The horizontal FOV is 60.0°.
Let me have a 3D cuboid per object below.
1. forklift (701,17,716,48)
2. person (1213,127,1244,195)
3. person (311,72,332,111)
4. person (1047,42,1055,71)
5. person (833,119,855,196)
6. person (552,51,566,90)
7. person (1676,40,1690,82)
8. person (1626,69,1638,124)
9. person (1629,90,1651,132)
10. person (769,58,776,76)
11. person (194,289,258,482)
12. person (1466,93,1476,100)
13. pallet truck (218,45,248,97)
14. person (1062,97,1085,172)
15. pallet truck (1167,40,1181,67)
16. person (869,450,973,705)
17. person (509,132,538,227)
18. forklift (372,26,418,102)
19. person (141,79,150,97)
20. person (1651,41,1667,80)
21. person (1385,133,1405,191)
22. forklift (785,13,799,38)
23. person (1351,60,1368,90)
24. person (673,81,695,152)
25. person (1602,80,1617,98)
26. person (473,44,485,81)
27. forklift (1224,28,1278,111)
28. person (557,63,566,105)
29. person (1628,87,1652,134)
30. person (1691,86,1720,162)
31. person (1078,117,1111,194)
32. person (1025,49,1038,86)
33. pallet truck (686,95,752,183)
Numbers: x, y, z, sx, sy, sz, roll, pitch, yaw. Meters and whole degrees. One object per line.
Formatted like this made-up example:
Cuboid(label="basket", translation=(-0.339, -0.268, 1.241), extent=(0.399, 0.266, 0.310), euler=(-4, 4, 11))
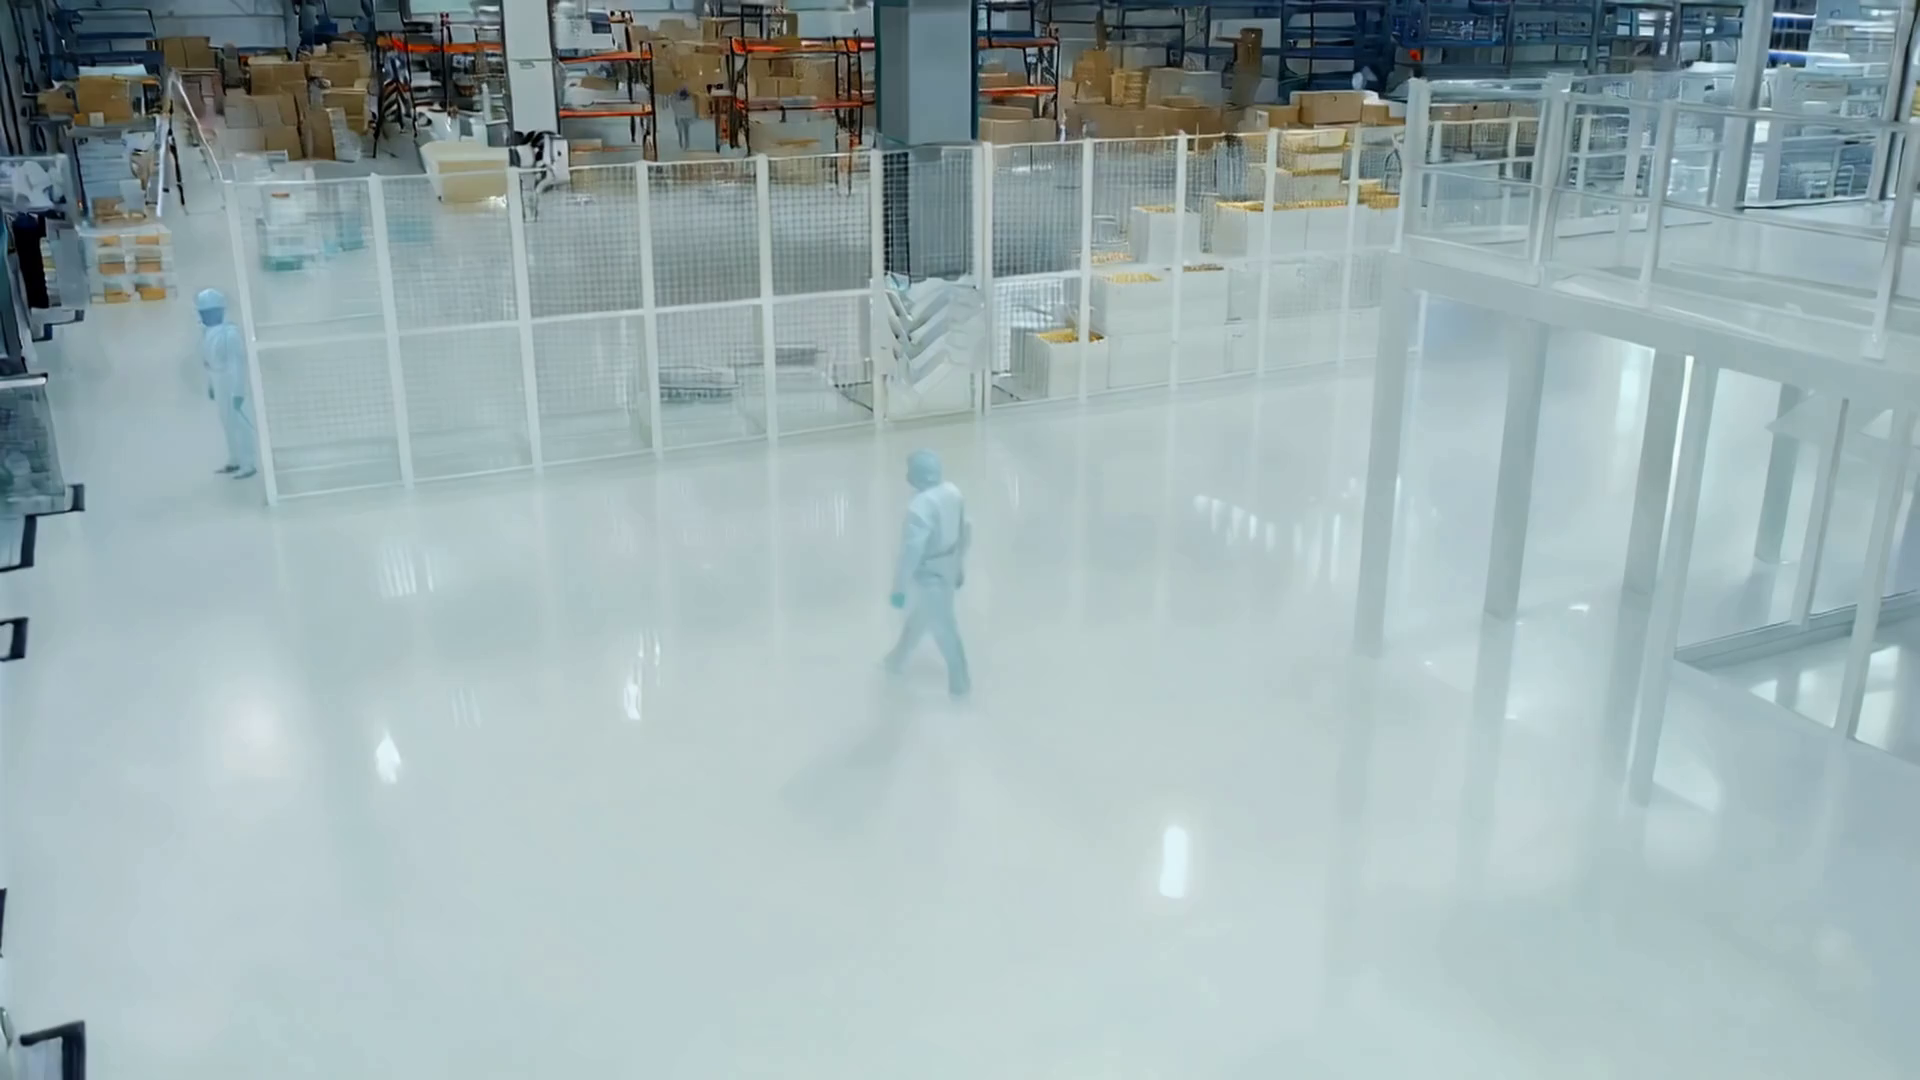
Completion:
Cuboid(label="forklift", translation=(-10.921, -21.323, 72.480), extent=(1.873, 2.768, 1.129), euler=(-9, 21, -25))
Cuboid(label="person", translation=(5.290, -7.147, 32.811), extent=(0.636, 1.936, 0.354), euler=(12, 23, 32))
Cuboid(label="person", translation=(-19.584, -13.407, 51.074), extent=(0.620, 1.895, 0.795), euler=(5, 20, 13))
Cuboid(label="person", translation=(4.217, -22.056, 76.491), extent=(0.540, 1.624, 0.360), euler=(9, 21, 24))
Cuboid(label="person", translation=(-2.603, -8.602, 37.408), extent=(0.534, 1.693, 0.321), euler=(5, 20, 13))
Cuboid(label="person", translation=(-15.142, -17.421, 62.619), extent=(0.561, 1.920, 0.546), euler=(-18, 26, -41))
Cuboid(label="person", translation=(31.740, -21.074, 73.061), extent=(0.639, 2.016, 0.516), euler=(-18, 26, -41))
Cuboid(label="person", translation=(22.126, -14.581, 54.638), extent=(0.348, 1.759, 0.526), euler=(7, 20, 21))
Cuboid(label="person", translation=(20.595, -13.067, 50.312), extent=(0.539, 1.718, 0.932), euler=(1, 19, 3))
Cuboid(label="person", translation=(-7.447, -18.144, 64.723), extent=(0.634, 1.926, 0.524), euler=(-7, 20, -19))
Cuboid(label="person", translation=(-7.332, -1.545, 16.588), extent=(0.594, 1.926, 0.367), euler=(15, 24, 37))
Cuboid(label="person", translation=(14.781, -12.463, 48.355), extent=(0.610, 1.852, 0.535), euler=(18, 26, 41))
Cuboid(label="pallet truck", translation=(-28.879, -18.665, 66.111), extent=(0.823, 1.965, 1.885), euler=(-3, 19, -9))
Cuboid(label="person", translation=(2.890, -10.243, 41.989), extent=(0.554, 1.800, 1.003), euler=(4, 19, 11))
Cuboid(label="pallet truck", translation=(9.045, -19.971, 69.895), extent=(0.823, 1.965, 1.885), euler=(-3, 19, -8))
Cuboid(label="person", translation=(-0.285, 0.242, 11.607), extent=(0.952, 1.790, 0.661), euler=(9, 21, 24))
Cuboid(label="person", translation=(-8.624, -7.114, 32.862), extent=(0.429, 1.844, 0.627), euler=(16, 25, 39))
Cuboid(label="forklift", translation=(-21.216, -17.758, 62.148), extent=(1.129, 2.768, 1.873), euler=(1, 19, 4))
Cuboid(label="person", translation=(-25.084, -13.434, 51.500), extent=(0.525, 1.631, 0.319), euler=(9, 21, 24))
Cuboid(label="person", translation=(30.738, -20.977, 73.060), extent=(1.016, 1.838, 0.698), euler=(15, 24, 37))
Cuboid(label="person", translation=(8.321, -6.745, 31.640), extent=(0.550, 1.941, 0.347), euler=(-9, 21, -24))
Cuboid(label="forklift", translation=(-7.945, -23.627, 79.161), extent=(1.873, 2.768, 1.129), euler=(-9, 21, -25))
Cuboid(label="person", translation=(13.064, -14.629, 54.346), extent=(0.536, 2.000, 0.689), euler=(5, 20, 13))
Cuboid(label="person", translation=(-7.684, -11.807, 46.357), extent=(0.607, 1.911, 0.542), euler=(-6, 20, -16))
Cuboid(label="person", translation=(18.788, -12.515, 48.349), extent=(0.372, 1.957, 0.595), euler=(-3, 19, -8))
Cuboid(label="person", translation=(-19.843, -19.606, 68.983), extent=(0.852, 1.914, 0.638), euler=(-5, 20, -14))
Cuboid(label="forklift", translation=(10.413, -16.890, 59.630), extent=(1.873, 2.768, 1.129), euler=(-9, 21, -25))
Cuboid(label="person", translation=(-14.238, -16.324, 59.497), extent=(0.361, 1.882, 0.575), euler=(-6, 20, -16))
Cuboid(label="person", translation=(19.681, -12.289, 48.115), extent=(0.538, 1.681, 0.652), euler=(-3, 19, -8))
Cuboid(label="person", translation=(19.742, -11.008, 43.985), extent=(0.637, 1.959, 0.989), euler=(2, 19, 7))
Cuboid(label="person", translation=(3.039, -8.675, 37.574), extent=(0.816, 1.710, 0.505), euler=(-6, 20, -17))
Cuboid(label="person", translation=(3.064, -20.404, 71.278), extent=(0.588, 1.914, 0.390), euler=(0, 19, 1))
Cuboid(label="pallet truck", translation=(-5.836, -9.608, 39.856), extent=(0.823, 1.965, 1.885), euler=(10, 22, 27))
